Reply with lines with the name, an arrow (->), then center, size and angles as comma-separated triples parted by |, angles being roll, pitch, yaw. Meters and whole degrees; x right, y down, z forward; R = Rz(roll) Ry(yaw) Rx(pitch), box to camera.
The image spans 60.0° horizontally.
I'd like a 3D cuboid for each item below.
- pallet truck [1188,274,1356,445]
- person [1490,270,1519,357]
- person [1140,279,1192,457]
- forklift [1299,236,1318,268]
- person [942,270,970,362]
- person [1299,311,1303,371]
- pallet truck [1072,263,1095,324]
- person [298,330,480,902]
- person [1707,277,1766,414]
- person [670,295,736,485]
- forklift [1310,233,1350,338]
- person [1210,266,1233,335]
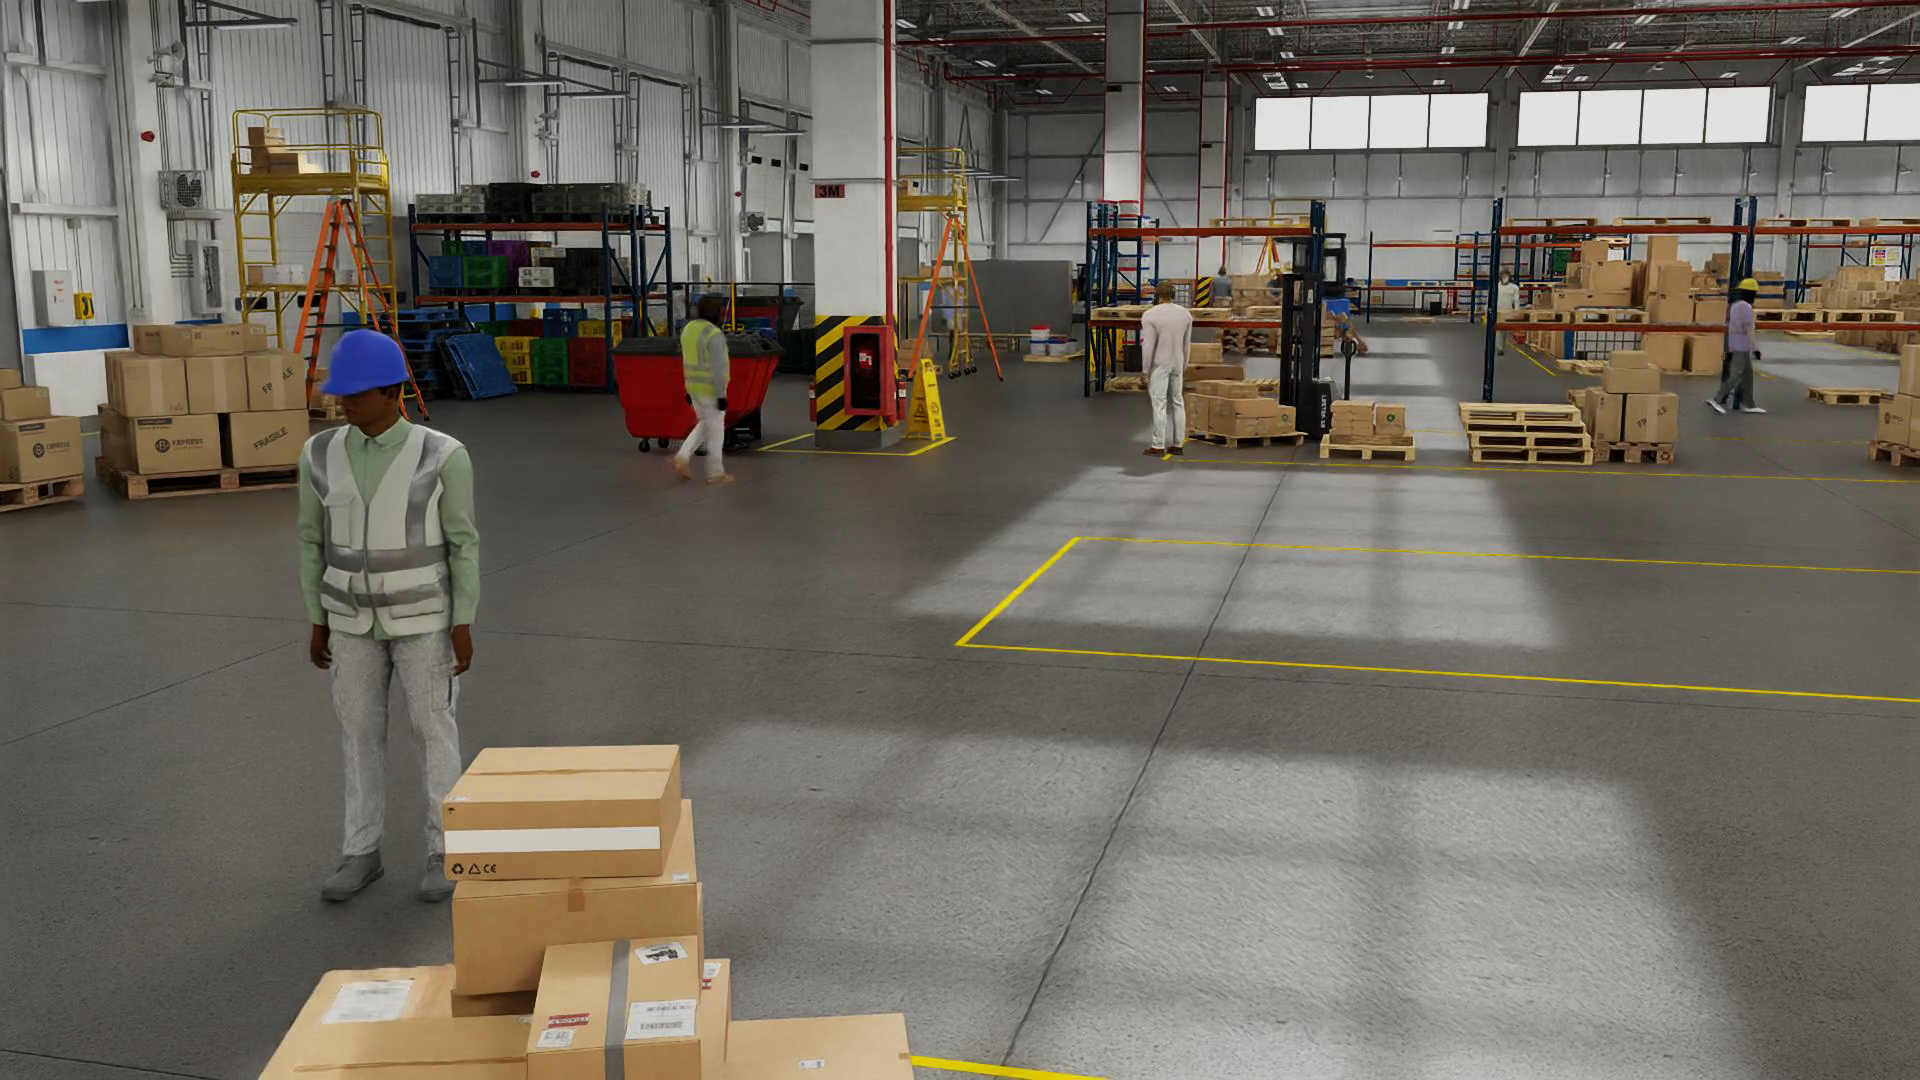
pallet truck -> 3.653, -2.138, 19.590 | 1.885, 1.965, 0.823 | -4, 10, -20
person -> 12.069, -5.039, 36.949 | 0.635, 1.913, 0.883 | 1, 10, 9
person -> 2.243, -1.875, 18.224 | 0.629, 1.937, 0.378 | -5, 11, -27
forklift -> 10.792, -7.966, 51.308 | 1.873, 2.768, 1.129 | -2, 10, -12
person -> -0.047, -4.637, 34.517 | 0.570, 1.919, 0.649 | -3, 10, -19
person -> 6.726, -4.101, 31.914 | 0.485, 1.739, 0.319 | -8, 13, -40
pallet truck -> 4.325, -8.180, 55.162 | 0.823, 1.965, 1.885 | 6, 11, 31
person -> -1.922, 0.265, 5.610 | 0.605, 1.939, 0.411 | 1, 10, 4
person -> 10.868, -2.698, 23.157 | 0.794, 1.901, 0.593 | 2, 10, 12
person -> -2.449, -1.414, 15.839 | 0.546, 1.827, 0.650 | -8, 12, -39
forklift -> 9.769, -6.782, 44.336 | 1.129, 2.768, 1.873 | 1, 10, 5
person -> 7.195, -6.561, 45.833 | 0.634, 1.933, 0.364 | 2, 10, 13
